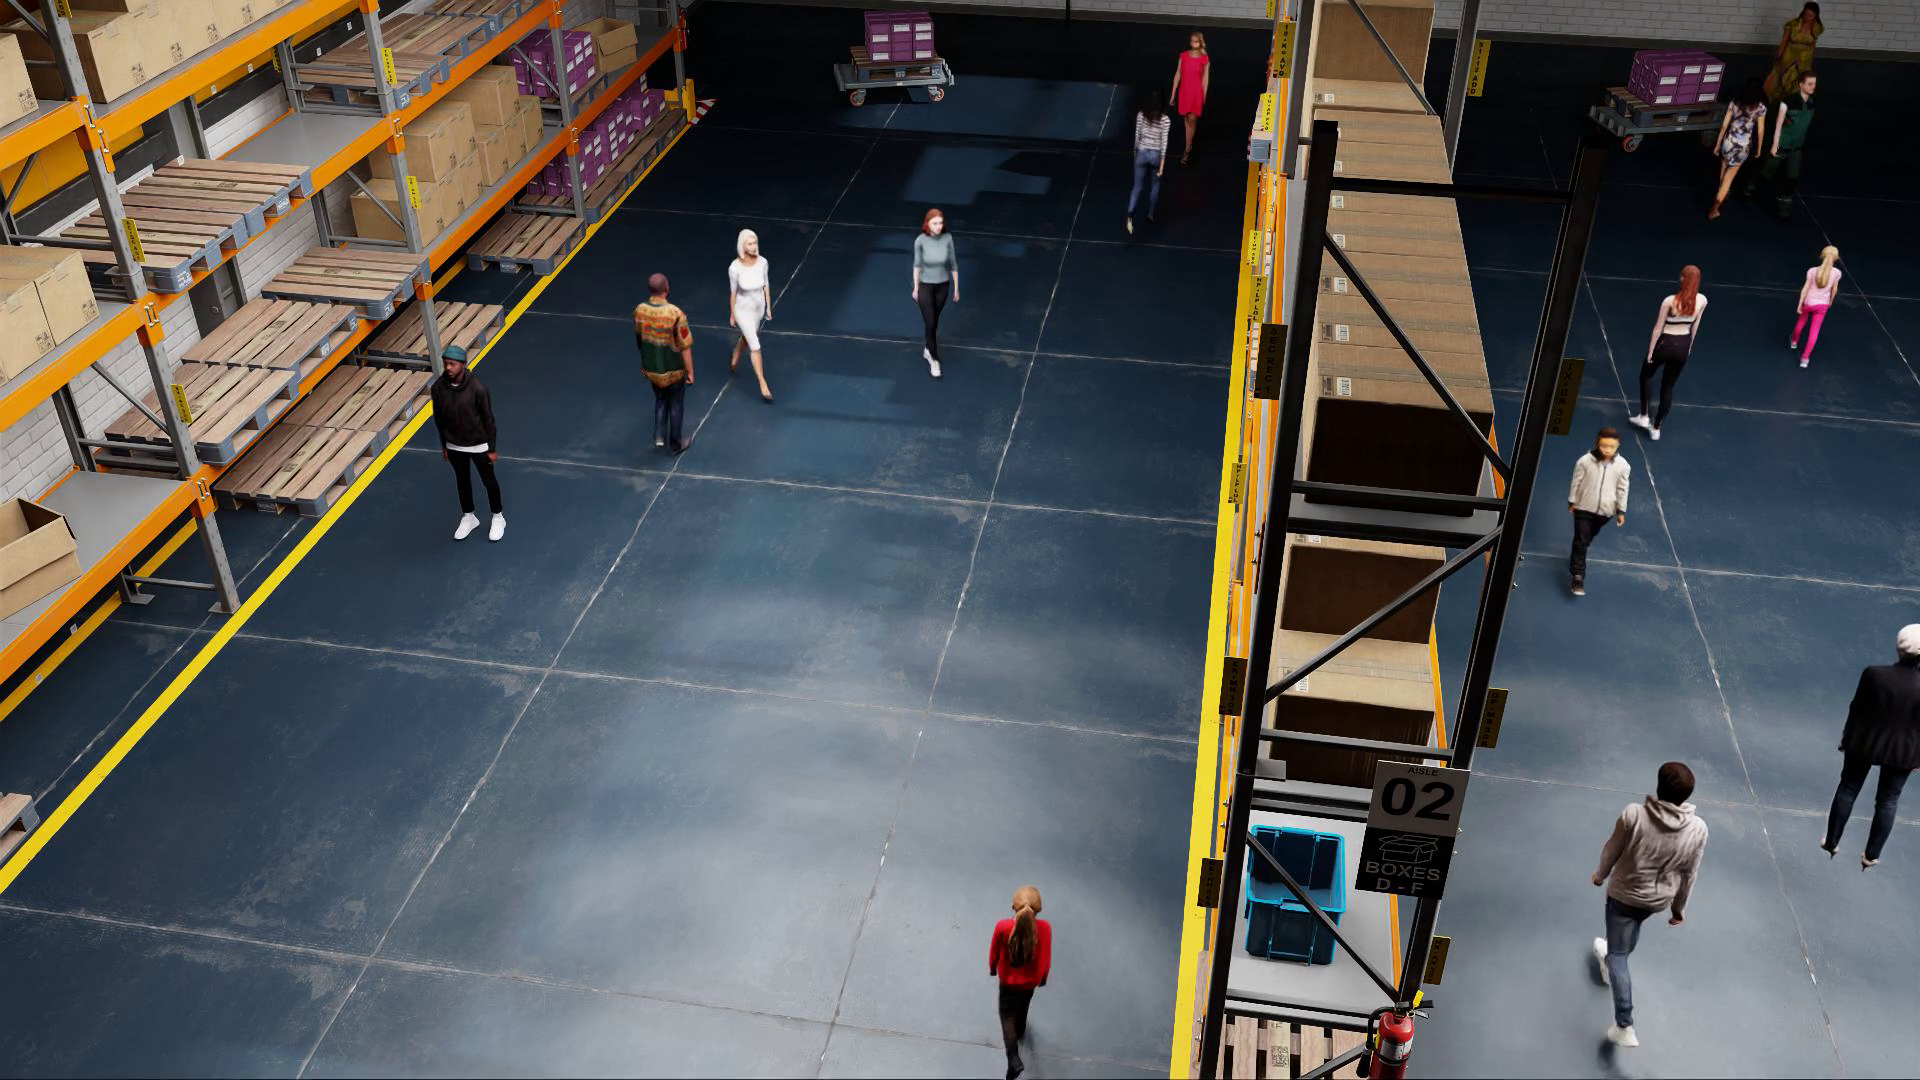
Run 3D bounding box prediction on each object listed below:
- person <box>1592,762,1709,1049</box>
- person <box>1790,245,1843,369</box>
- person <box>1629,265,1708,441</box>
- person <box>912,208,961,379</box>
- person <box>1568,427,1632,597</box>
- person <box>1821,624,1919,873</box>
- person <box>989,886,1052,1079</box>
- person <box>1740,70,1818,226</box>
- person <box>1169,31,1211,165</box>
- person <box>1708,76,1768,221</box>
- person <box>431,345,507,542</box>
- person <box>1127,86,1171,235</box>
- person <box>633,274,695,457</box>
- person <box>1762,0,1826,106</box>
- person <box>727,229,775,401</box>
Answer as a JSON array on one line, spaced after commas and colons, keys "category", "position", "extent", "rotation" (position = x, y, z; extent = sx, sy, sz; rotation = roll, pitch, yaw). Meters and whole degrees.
[{"category": "person", "position": [3.961, 2.133, 9.655], "extent": [0.790, 1.819, 1.247], "rotation": [0, 34, 1]}, {"category": "person", "position": [8.731, -2.368, 16.948], "extent": [0.613, 1.241, 0.935], "rotation": [13, 36, 18]}, {"category": "person", "position": [6.667, -1.705, 15.508], "extent": [0.637, 1.733, 0.649], "rotation": [1, 34, 1]}, {"category": "person", "position": [-0.290, -2.559, 16.803], "extent": [0.817, 1.721, 0.950], "rotation": [-10, 35, -15]}, {"category": "person", "position": [5.218, -0.313, 13.693], "extent": [0.634, 1.424, 0.950], "rotation": [4, 34, 5]}, {"category": "person", "position": [5.652, 1.272, 10.096], "extent": [0.796, 1.778, 0.716], "rotation": [19, 38, 26]}, {"category": "person", "position": [0.351, 2.536, 9.551], "extent": [0.652, 1.264, 0.902], "rotation": [-4, 34, -6]}, {"category": "person", "position": [9.893, -4.765, 20.046], "extent": [0.928, 1.806, 1.246], "rotation": [-6, 34, -9]}, {"category": "person", "position": [3.053, -5.836, 21.754], "extent": [0.782, 1.698, 1.031], "rotation": [17, 37, 24]}, {"category": "person", "position": [9.300, -4.675, 20.010], "extent": [0.968, 1.694, 1.162], "rotation": [24, 41, 32]}, {"category": "person", "position": [-4.166, -0.839, 14.129], "extent": [0.665, 1.817, 0.580], "rotation": [4, 34, 6]}, {"category": "person", "position": [2.192, -4.397, 19.529], "extent": [0.741, 1.765, 1.117], "rotation": [13, 36, 18]}, {"category": "person", "position": [-2.739, -1.547, 15.218], "extent": [0.720, 1.791, 0.715], "rotation": [10, 35, 15]}, {"category": "person", "position": [11.599, -6.684, 23.111], "extent": [0.784, 1.607, 1.182], "rotation": [9, 35, 13]}, {"category": "person", "position": [-2.121, -2.266, 16.375], "extent": [1.095, 1.707, 1.102], "rotation": [-24, 41, -32]}]
